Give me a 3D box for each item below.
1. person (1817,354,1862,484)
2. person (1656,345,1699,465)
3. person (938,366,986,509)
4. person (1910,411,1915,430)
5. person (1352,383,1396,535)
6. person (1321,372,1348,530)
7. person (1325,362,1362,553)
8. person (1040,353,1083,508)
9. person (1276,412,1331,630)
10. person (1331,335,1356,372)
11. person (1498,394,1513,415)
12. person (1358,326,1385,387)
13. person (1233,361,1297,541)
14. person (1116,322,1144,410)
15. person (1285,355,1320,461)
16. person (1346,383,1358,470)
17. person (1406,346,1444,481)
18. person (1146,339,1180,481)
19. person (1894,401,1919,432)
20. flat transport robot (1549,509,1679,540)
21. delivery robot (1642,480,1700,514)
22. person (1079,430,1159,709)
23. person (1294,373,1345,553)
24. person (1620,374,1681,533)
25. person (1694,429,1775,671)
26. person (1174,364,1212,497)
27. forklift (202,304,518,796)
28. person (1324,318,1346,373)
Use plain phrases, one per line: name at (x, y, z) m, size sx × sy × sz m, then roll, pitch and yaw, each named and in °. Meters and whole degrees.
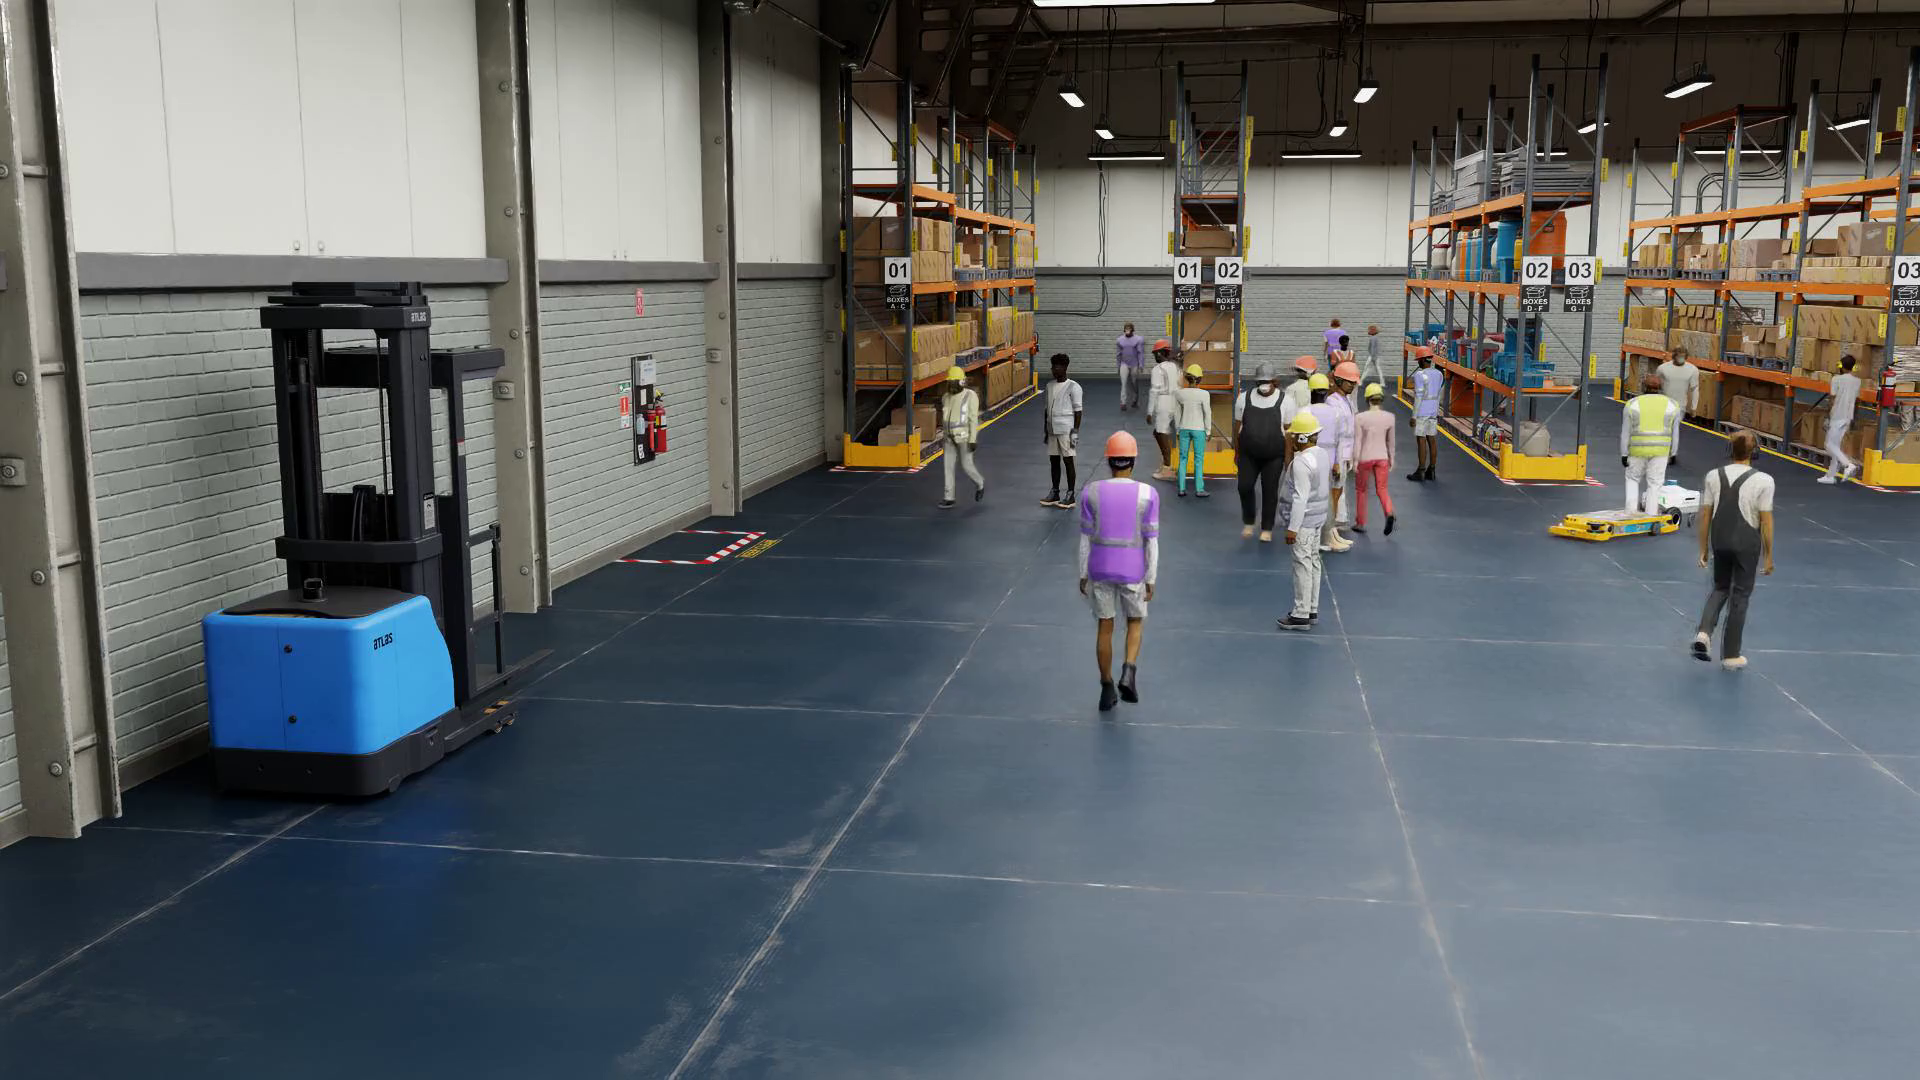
person at (12.429, -1.690, 23.418) m, size 0.581 × 1.833 × 0.570 m, roll -3°, pitch 10°, yaw -18°
person at (11.287, -2.156, 26.262) m, size 0.641 × 1.870 × 1.057 m, roll 2°, pitch 10°, yaw 15°
person at (0.025, -1.322, 21.232) m, size 0.596 × 1.811 × 0.706 m, roll 7°, pitch 12°, yaw 37°
person at (16.530, -2.543, 28.547) m, size 0.654 × 1.878 × 0.689 m, roll 0°, pitch 9°, yaw 2°
person at (4.733, -0.920, 18.964) m, size 0.532 × 1.740 × 0.761 m, roll -1°, pitch 9°, yaw -9°
person at (4.280, -1.032, 19.285) m, size 0.558 × 1.857 × 0.679 m, roll 0°, pitch 9°, yaw -1°
person at (4.114, -0.903, 17.958) m, size 0.392 × 2.033 × 0.605 m, roll 4°, pitch 10°, yaw 23°
person at (1.288, -1.405, 21.259) m, size 0.361 × 1.964 × 0.613 m, roll -8°, pitch 12°, yaw -41°
person at (2.895, -0.170, 14.052) m, size 0.404 × 1.833 × 0.589 m, roll 5°, pitch 11°, yaw 29°
person at (7.930, -3.406, 34.462) m, size 0.552 × 1.687 × 0.480 m, roll -1°, pitch 9°, yaw -6°
person at (11.593, -3.613, 34.938) m, size 0.602 × 1.947 × 0.389 m, roll 7°, pitch 12°, yaw 38°
person at (10.651, -4.758, 43.112) m, size 0.833 × 1.586 × 0.513 m, roll 5°, pitch 11°, yaw 30°
person at (3.378, -0.975, 18.510) m, size 0.705 × 2.000 × 0.537 m, roll 3°, pitch 10°, yaw 18°
person at (3.737, -3.822, 36.397) m, size 0.643 × 1.906 × 0.963 m, roll 3°, pitch 10°, yaw 17°
person at (4.205, -1.266, 20.347) m, size 0.431 × 1.980 × 0.643 m, roll -5°, pitch 10°, yaw -28°
person at (5.881, -1.881, 25.219) m, size 0.285 × 1.632 × 0.499 m, roll 6°, pitch 11°, yaw 31°
person at (6.686, -1.828, 23.973) m, size 0.543 × 1.932 × 0.370 m, roll -7°, pitch 11°, yaw -36°
person at (2.936, -1.881, 24.037) m, size 0.517 × 2.011 × 0.758 m, roll 7°, pitch 12°, yaw 37°
person at (15.502, -2.184, 27.074) m, size 0.514 × 1.638 × 0.310 m, roll 1°, pitch 9°, yaw 7°
flat transport robot at (7.517, -0.188, 19.096) m, size 1.431 × 0.197 × 0.652 m, roll -6°, pitch 11°, yaw -31°
delivery robot at (8.412, -0.469, 19.670) m, size 0.707 × 0.478 × 0.477 m, roll -5°, pitch 11°, yaw -31°
person at (1.087, 0.212, 11.442) m, size 0.552 × 1.924 × 0.445 m, roll 2°, pitch 9°, yaw 10°
person at (3.797, -0.813, 17.730) m, size 0.593 × 1.925 × 0.376 m, roll -3°, pitch 10°, yaw -16°
person at (7.980, -1.011, 19.270) m, size 0.640 × 1.821 × 0.579 m, roll 3°, pitch 10°, yaw 18°
person at (5.842, 0.078, 12.528) m, size 0.445 × 1.831 × 0.518 m, roll -7°, pitch 12°, yaw -37°
person at (3.107, -1.455, 22.186) m, size 0.525 × 1.769 × 0.308 m, roll 5°, pitch 11°, yaw 30°
forklift at (-3.673, -0.038, 10.147) m, size 1.129 × 2.768 × 1.873 m, roll 1°, pitch 9°, yaw 9°
person at (9.522, -4.725, 42.251) m, size 0.579 × 1.814 × 0.954 m, roll 2°, pitch 9°, yaw 13°
